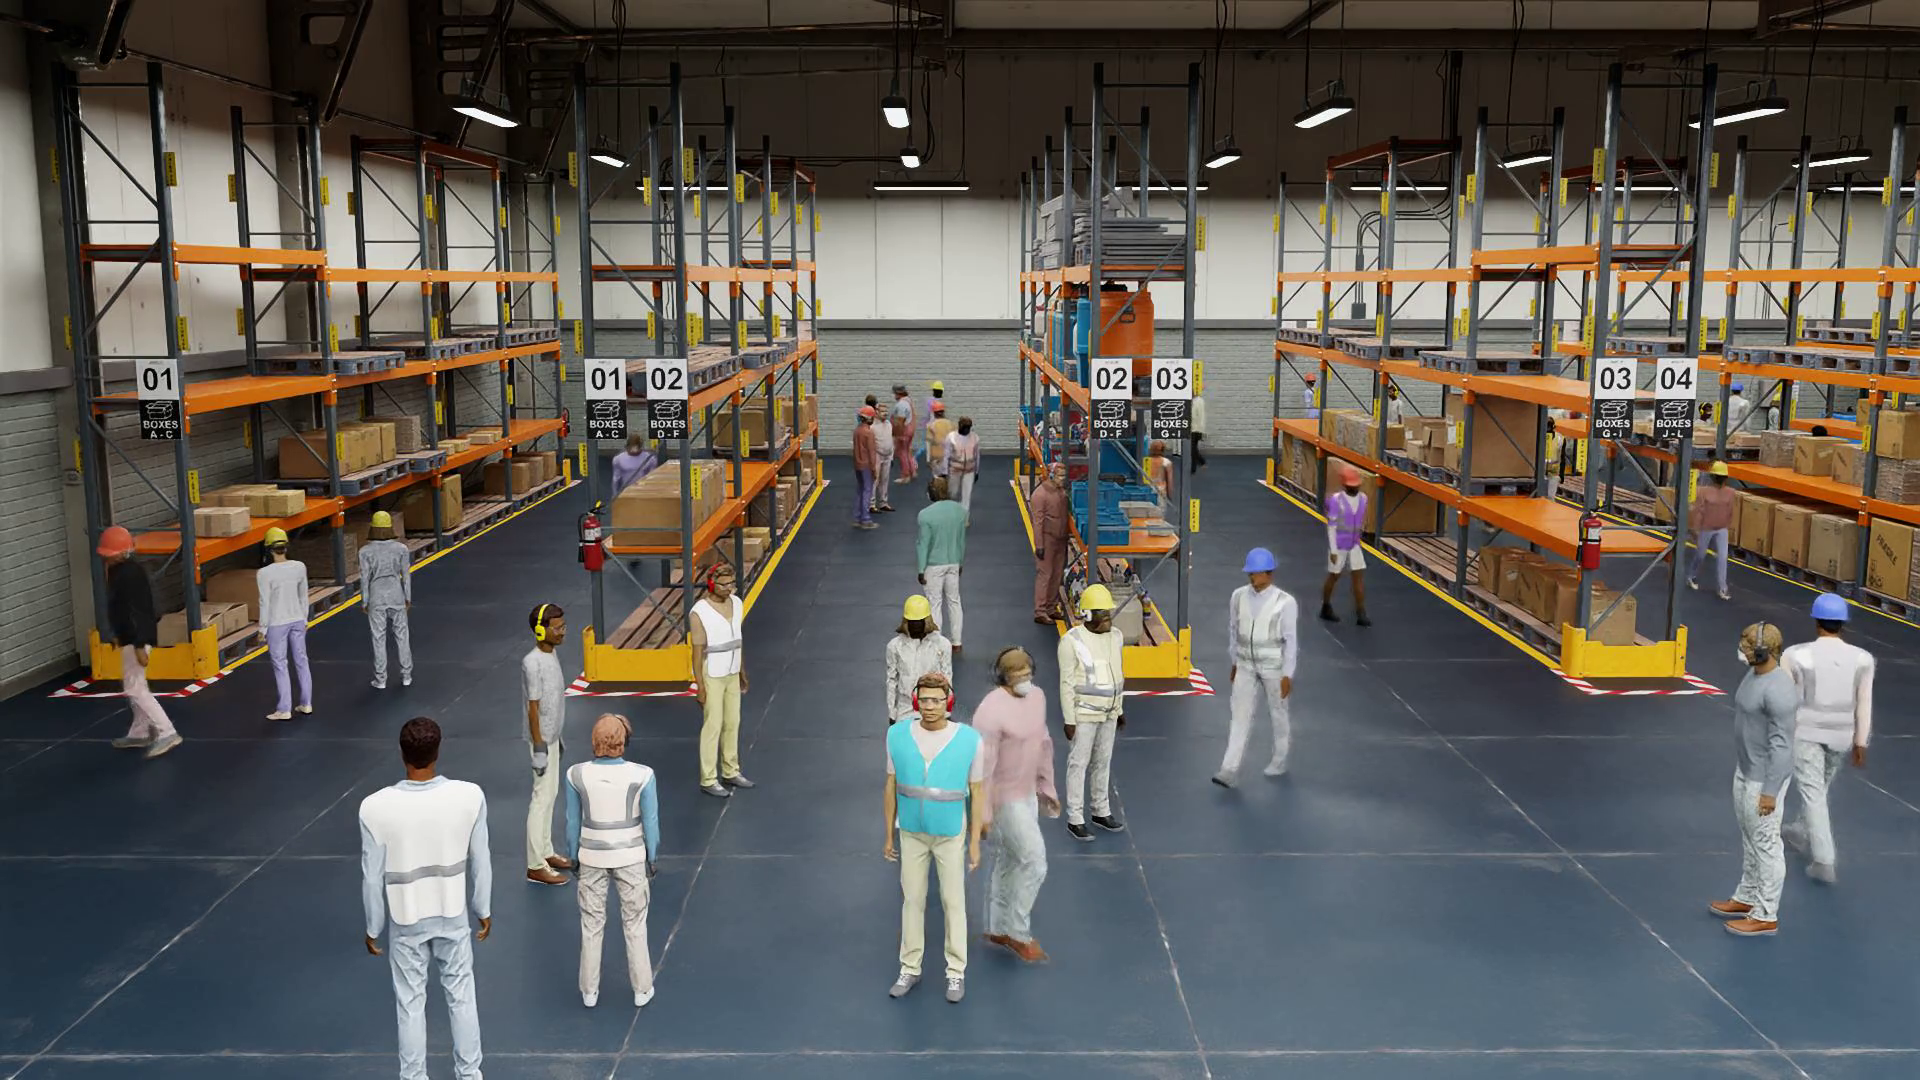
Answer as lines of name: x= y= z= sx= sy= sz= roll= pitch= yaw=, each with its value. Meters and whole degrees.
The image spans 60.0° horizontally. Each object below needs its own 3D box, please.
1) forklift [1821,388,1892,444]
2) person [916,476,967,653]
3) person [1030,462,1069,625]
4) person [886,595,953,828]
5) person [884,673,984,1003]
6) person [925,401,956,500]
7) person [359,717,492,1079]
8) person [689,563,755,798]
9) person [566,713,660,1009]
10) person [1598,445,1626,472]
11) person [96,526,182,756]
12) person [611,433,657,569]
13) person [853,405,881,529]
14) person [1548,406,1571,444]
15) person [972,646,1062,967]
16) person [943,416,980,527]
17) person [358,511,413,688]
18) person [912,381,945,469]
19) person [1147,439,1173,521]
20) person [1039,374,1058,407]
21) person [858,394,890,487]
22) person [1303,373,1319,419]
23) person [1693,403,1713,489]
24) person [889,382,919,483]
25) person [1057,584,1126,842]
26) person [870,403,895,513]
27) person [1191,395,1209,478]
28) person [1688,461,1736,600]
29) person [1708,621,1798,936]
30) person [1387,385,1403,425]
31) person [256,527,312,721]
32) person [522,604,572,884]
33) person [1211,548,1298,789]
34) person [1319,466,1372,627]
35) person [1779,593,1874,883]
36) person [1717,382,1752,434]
forklift: x=20.072 y=-3.110 z=36.462 sx=1.873 sy=2.768 sz=1.129 roll=0 pitch=9 yaw=0
person: x=-0.202 y=0.278 z=17.718 sx=0.630 sy=1.933 sz=0.364 roll=-7 pitch=11 yaw=-37
person: x=1.079 y=0.034 z=19.407 sx=0.400 sy=1.898 sz=0.652 roll=6 pitch=11 yaw=34
person: x=-0.296 y=1.249 z=12.096 sx=0.485 sy=1.736 sz=0.322 roll=0 pitch=9 yaw=0
person: x=-0.146 y=1.633 z=9.248 sx=0.567 sy=1.849 sz=0.386 roll=2 pitch=9 yaw=13
person: x=-0.323 y=-1.463 z=28.958 sx=0.587 sy=1.915 sz=0.429 roll=-1 pitch=9 yaw=-8
person: x=-2.549 y=1.795 z=7.988 sx=0.597 sy=1.917 sz=0.378 roll=-4 pitch=10 yaw=-26
person: x=-1.879 y=1.075 z=12.910 sx=0.401 sy=1.831 sz=0.573 roll=5 pitch=10 yaw=29
person: x=-1.905 y=1.762 z=9.135 sx=0.510 sy=1.630 sz=0.316 roll=0 pitch=9 yaw=-1
person: x=13.649 y=-2.210 z=34.795 sx=0.849 sy=1.592 sz=0.498 roll=-5 pitch=10 yaw=-29
person: x=-6.941 y=0.833 z=14.050 sx=0.521 sy=1.971 sz=0.781 roll=-4 pitch=10 yaw=-24
person: x=-4.528 y=-0.554 z=23.242 sx=0.642 sy=1.876 sz=1.061 roll=-2 pitch=9 yaw=-16
person: x=-1.515 y=-1.182 z=26.904 sx=0.392 sy=1.991 sz=0.616 roll=-5 pitch=10 yaw=-29
person: x=12.114 y=-2.149 z=33.876 sx=0.786 sy=1.775 sz=0.615 roll=-4 pitch=10 yaw=-26
person: x=0.384 y=1.539 z=9.695 sx=0.599 sy=1.905 sz=0.618 roll=4 pitch=10 yaw=24
person: x=0.011 y=-1.140 z=27.225 sx=0.635 sy=1.809 sz=0.861 roll=-2 pitch=9 yaw=-12
person: x=-5.649 y=0.582 z=16.352 sx=0.491 sy=1.743 sz=0.324 roll=-5 pitch=10 yaw=-30
person: x=-0.600 y=-2.420 z=35.188 sx=0.842 sy=1.898 sz=0.596 roll=3 pitch=9 yaw=16
person: x=2.930 y=-0.684 z=24.834 sx=0.522 sy=1.638 sz=0.310 roll=6 pitch=11 yaw=34
person: x=1.947 y=-2.781 z=37.188 sx=0.392 sy=1.990 sz=0.614 roll=-5 pitch=10 yaw=-30
person: x=-1.658 y=-1.931 z=32.343 sx=0.658 sy=1.815 sz=0.441 roll=1 pitch=9 yaw=5
person: x=7.861 y=-2.785 z=37.391 sx=0.375 sy=1.935 sz=0.550 roll=8 pitch=12 yaw=41
person: x=13.111 y=-1.503 z=29.417 sx=0.499 sy=1.861 sz=0.327 roll=-7 pitch=11 yaw=-38
person: x=-1.141 y=-2.140 z=32.914 sx=0.577 sy=2.000 sz=0.715 roll=2 pitch=9 yaw=11
person: x=0.968 y=1.223 z=11.933 sx=0.593 sy=1.837 sz=0.404 roll=-8 pitch=12 yaw=-40
person: x=-1.369 y=-1.412 z=28.697 sx=0.399 sy=1.899 sz=0.647 roll=7 pitch=11 yaw=39
person: x=4.780 y=-2.236 z=33.704 sx=0.537 sy=1.983 sz=0.634 roll=-2 pitch=9 yaw=-14
person: x=9.583 y=-0.158 z=21.202 sx=0.529 sy=1.735 sz=0.901 roll=0 pitch=9 yaw=0
person: x=4.880 y=1.449 z=10.160 sx=0.376 sy=1.936 sz=0.627 roll=2 pitch=9 yaw=11
person: x=8.961 y=-2.270 z=34.347 sx=0.329 sy=1.861 sz=0.507 roll=-3 pitch=9 yaw=-16
person: x=-6.165 y=0.761 z=15.137 sx=0.319 sy=1.766 sz=0.533 roll=5 pitch=10 yaw=28
person: x=-2.746 y=1.340 z=11.077 sx=0.309 sy=1.868 sz=0.534 roll=0 pitch=9 yaw=0
person: x=2.346 y=1.009 z=13.114 sx=0.634 sy=1.891 sz=0.983 roll=7 pitch=11 yaw=37
person: x=4.484 y=0.065 z=19.217 sx=0.572 sy=1.874 sz=0.970 roll=-3 pitch=9 yaw=-20
person: x=5.792 y=1.302 z=11.243 sx=0.617 sy=1.901 sz=0.995 roll=0 pitch=9 yaw=2
person: x=15.965 y=-2.292 z=34.240 sx=0.634 sy=1.927 sz=0.680 roll=8 pitch=12 yaw=42
